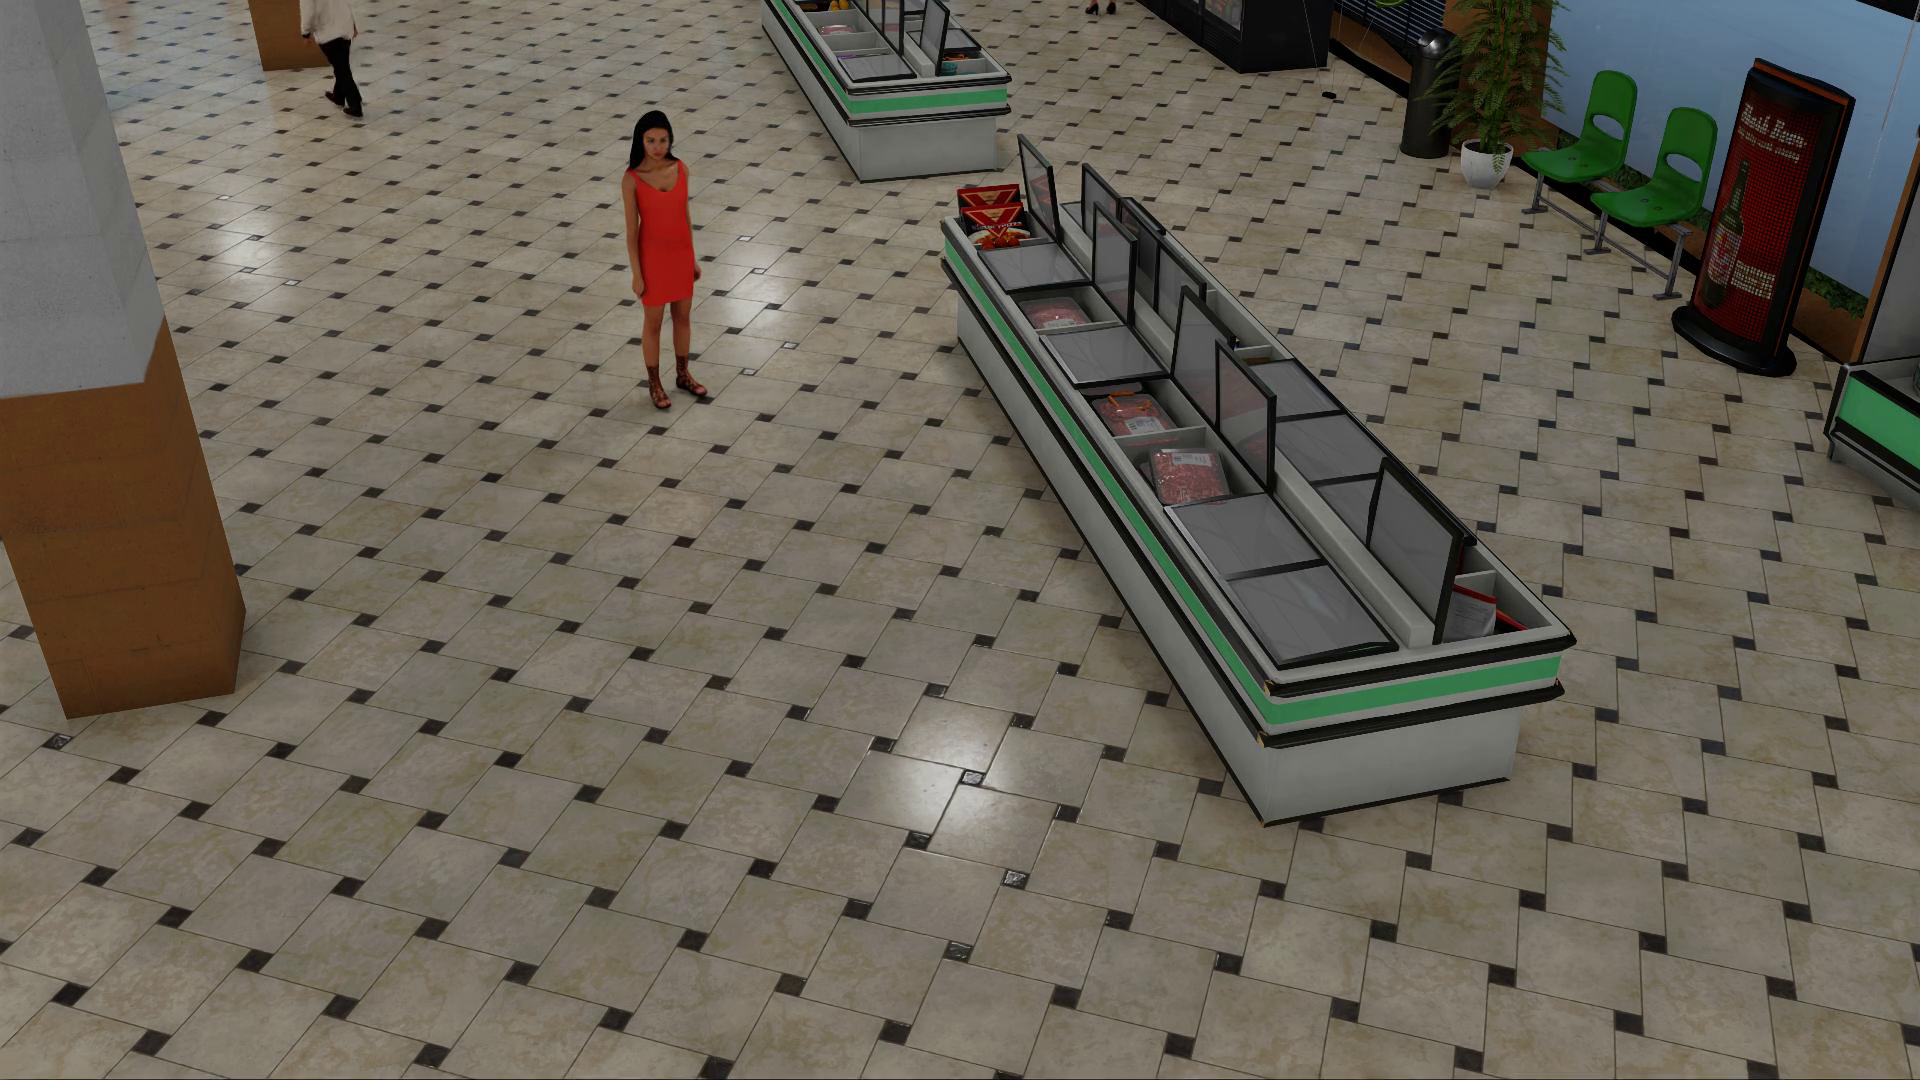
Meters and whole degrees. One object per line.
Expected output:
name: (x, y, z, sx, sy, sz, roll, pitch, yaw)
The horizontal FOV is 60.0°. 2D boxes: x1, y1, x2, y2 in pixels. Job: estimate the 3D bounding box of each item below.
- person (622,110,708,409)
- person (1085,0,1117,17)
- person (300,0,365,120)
person: (-1.693, -1.603, 9.520, 0.659, 1.718, 0.645, -24, 39, -33)
person: (1.473, -6.230, 17.001, 0.701, 1.671, 0.621, -6, 32, -10)
person: (-5.266, -4.289, 14.105, 0.955, 1.435, 0.882, 19, 37, 28)
